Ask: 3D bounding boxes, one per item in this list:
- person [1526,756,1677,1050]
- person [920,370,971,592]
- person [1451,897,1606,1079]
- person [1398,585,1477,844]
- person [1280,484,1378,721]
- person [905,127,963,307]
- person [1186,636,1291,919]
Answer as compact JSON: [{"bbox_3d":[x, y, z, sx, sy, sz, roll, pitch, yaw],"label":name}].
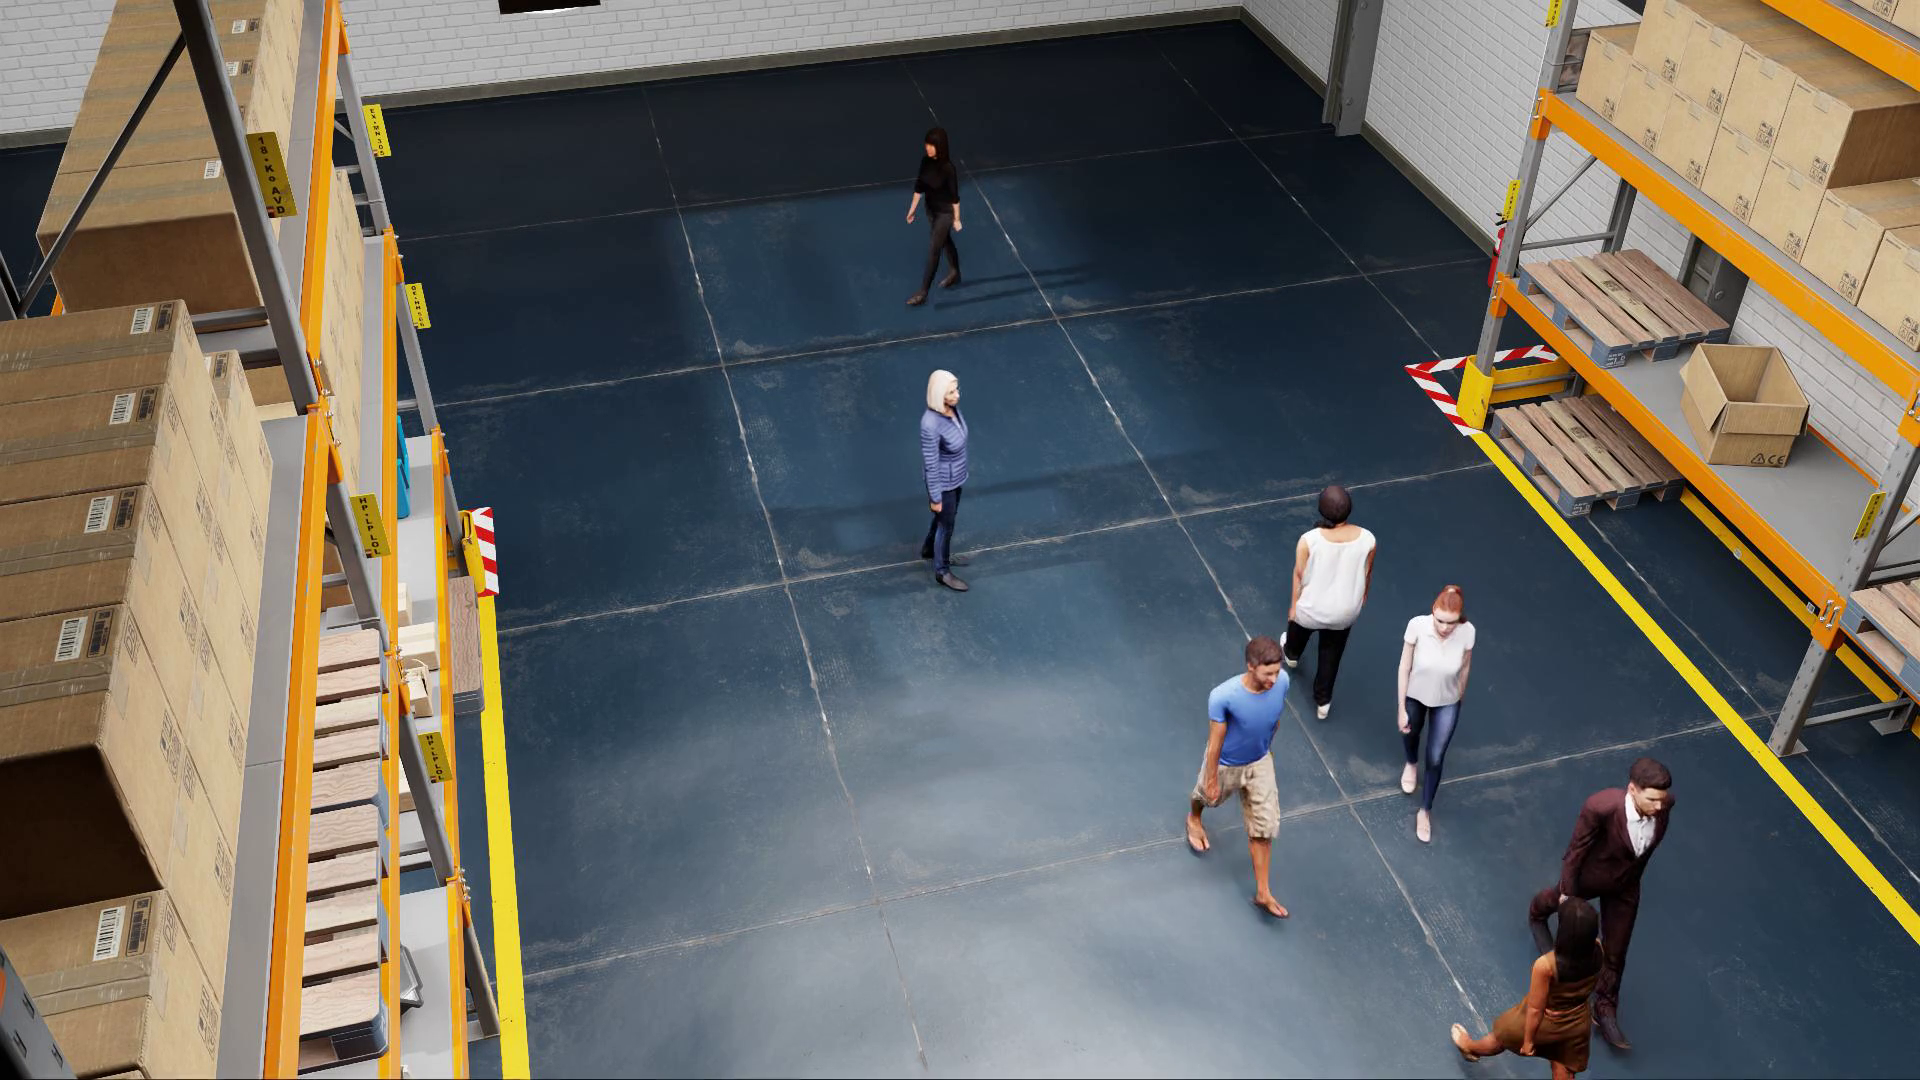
[{"bbox_3d":[3.364,1.704,8.793,0.808,1.817,1.269,-6,39,-8],"label":"person"},{"bbox_3d":[-0.112,-0.457,11.545,0.872,1.759,0.799,10,40,12],"label":"person"},{"bbox_3d":[2.903,2.424,8.038,0.627,1.634,1.123,-13,40,-15],"label":"person"},{"bbox_3d":[2.797,0.877,9.918,0.871,1.706,1.027,9,39,11],"label":"person"},{"bbox_3d":[2.313,0.429,10.519,0.855,1.655,1.065,1,39,2],"label":"person"},{"bbox_3d":[-0.116,-2.923,14.754,0.898,1.608,1.000,-27,46,-30],"label":"person"},{"bbox_3d":[1.534,1.184,9.451,0.691,1.808,1.228,-10,40,-13],"label":"person"}]
